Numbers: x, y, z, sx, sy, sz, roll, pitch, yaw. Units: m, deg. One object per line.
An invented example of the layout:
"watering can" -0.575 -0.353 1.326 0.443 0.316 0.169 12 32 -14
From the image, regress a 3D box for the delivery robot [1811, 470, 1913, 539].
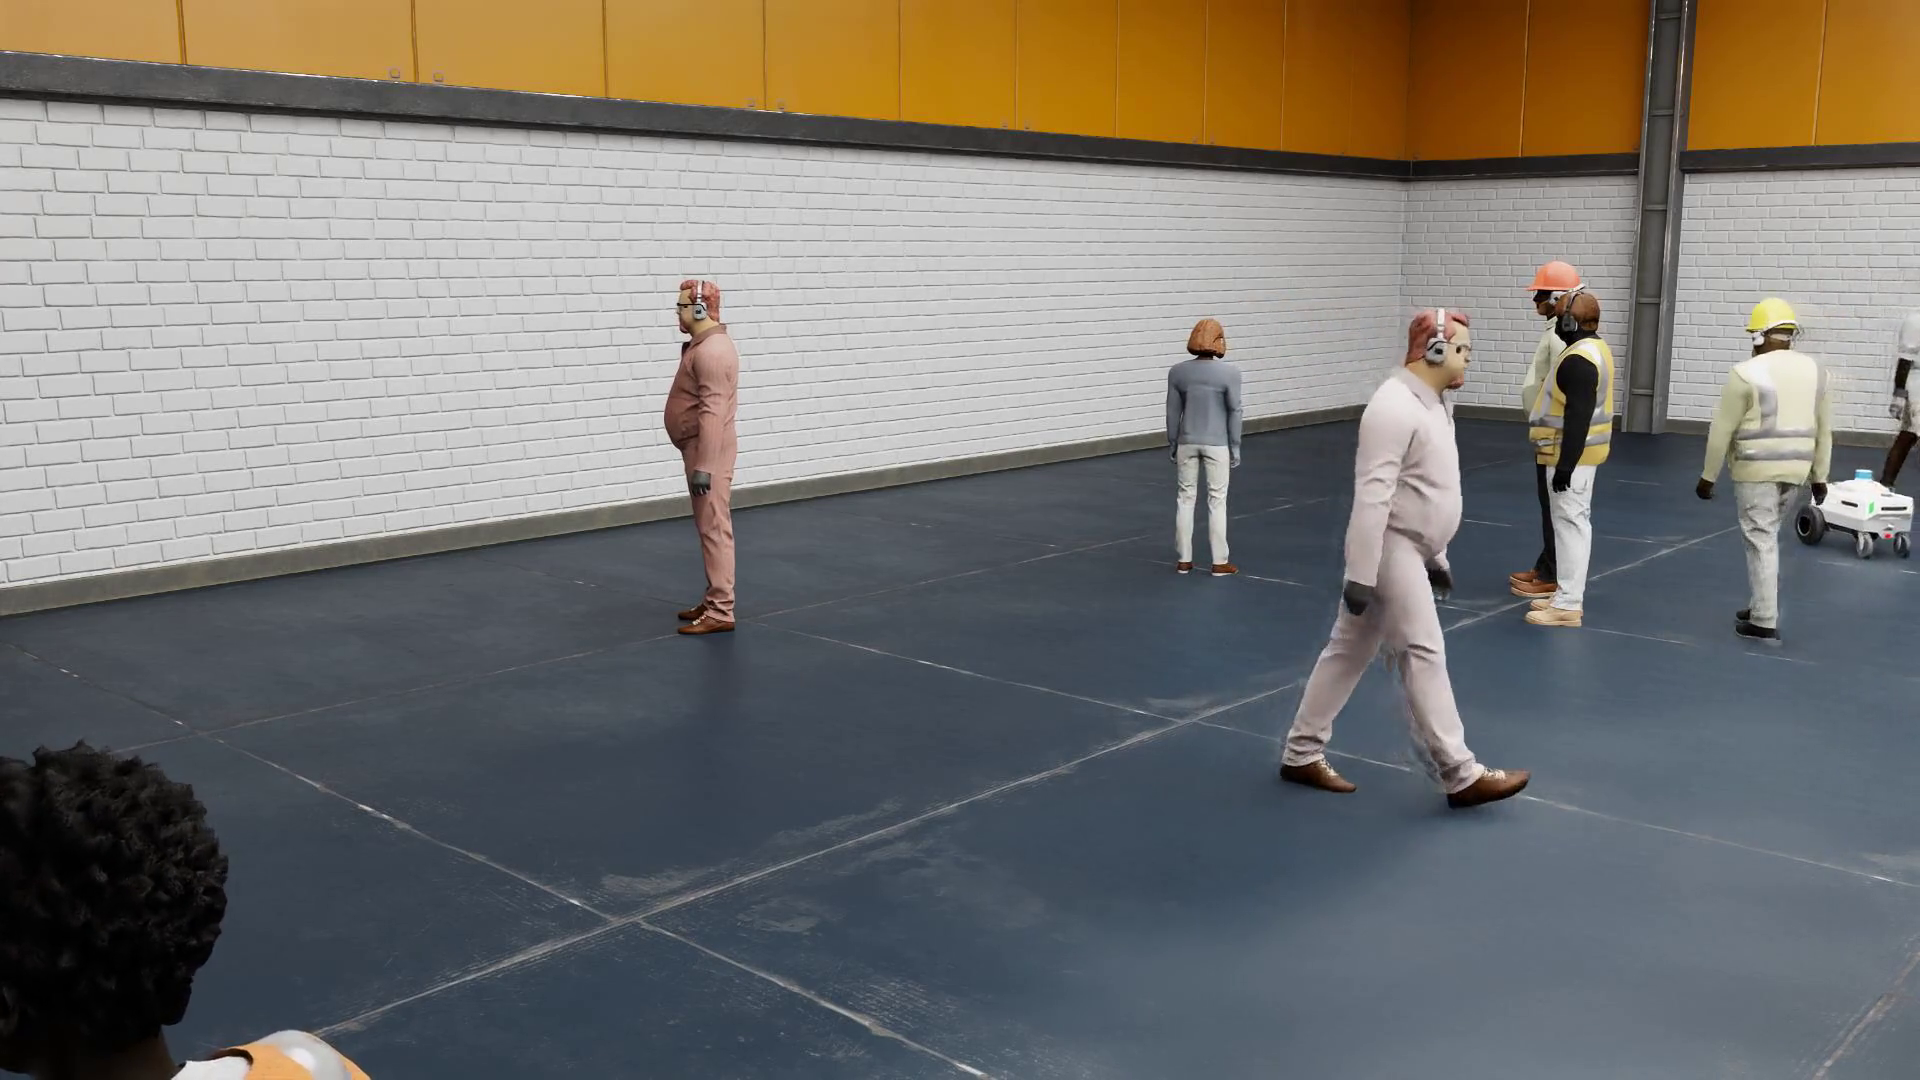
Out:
"delivery robot" 6.179 -0.239 11.403 0.477 0.478 0.707 -1 10 -5

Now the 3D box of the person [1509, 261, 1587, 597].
"person" 3.528 -0.654 9.933 0.376 1.995 0.608 3 11 19

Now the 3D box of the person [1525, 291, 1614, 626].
"person" 3.364 -0.447 9.199 0.429 1.841 0.633 5 11 25

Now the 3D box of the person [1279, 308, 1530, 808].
"person" 1.657 0.074 6.201 0.944 1.853 0.667 4 11 20

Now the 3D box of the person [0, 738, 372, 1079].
"person" -0.658 0.998 1.410 0.321 1.690 0.529 3 10 15

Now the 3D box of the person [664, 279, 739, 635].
"person" -1.392 -0.448 9.017 0.408 1.908 0.643 -1 10 -8

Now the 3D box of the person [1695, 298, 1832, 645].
"person" 4.243 -0.371 8.848 0.613 1.805 0.627 -3 10 -17

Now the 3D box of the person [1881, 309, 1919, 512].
"person" 7.535 -1.134 12.818 0.625 1.930 0.888 -8 13 -39

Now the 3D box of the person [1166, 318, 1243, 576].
"person" 1.552 -0.587 10.580 0.501 1.633 0.285 5 11 29
